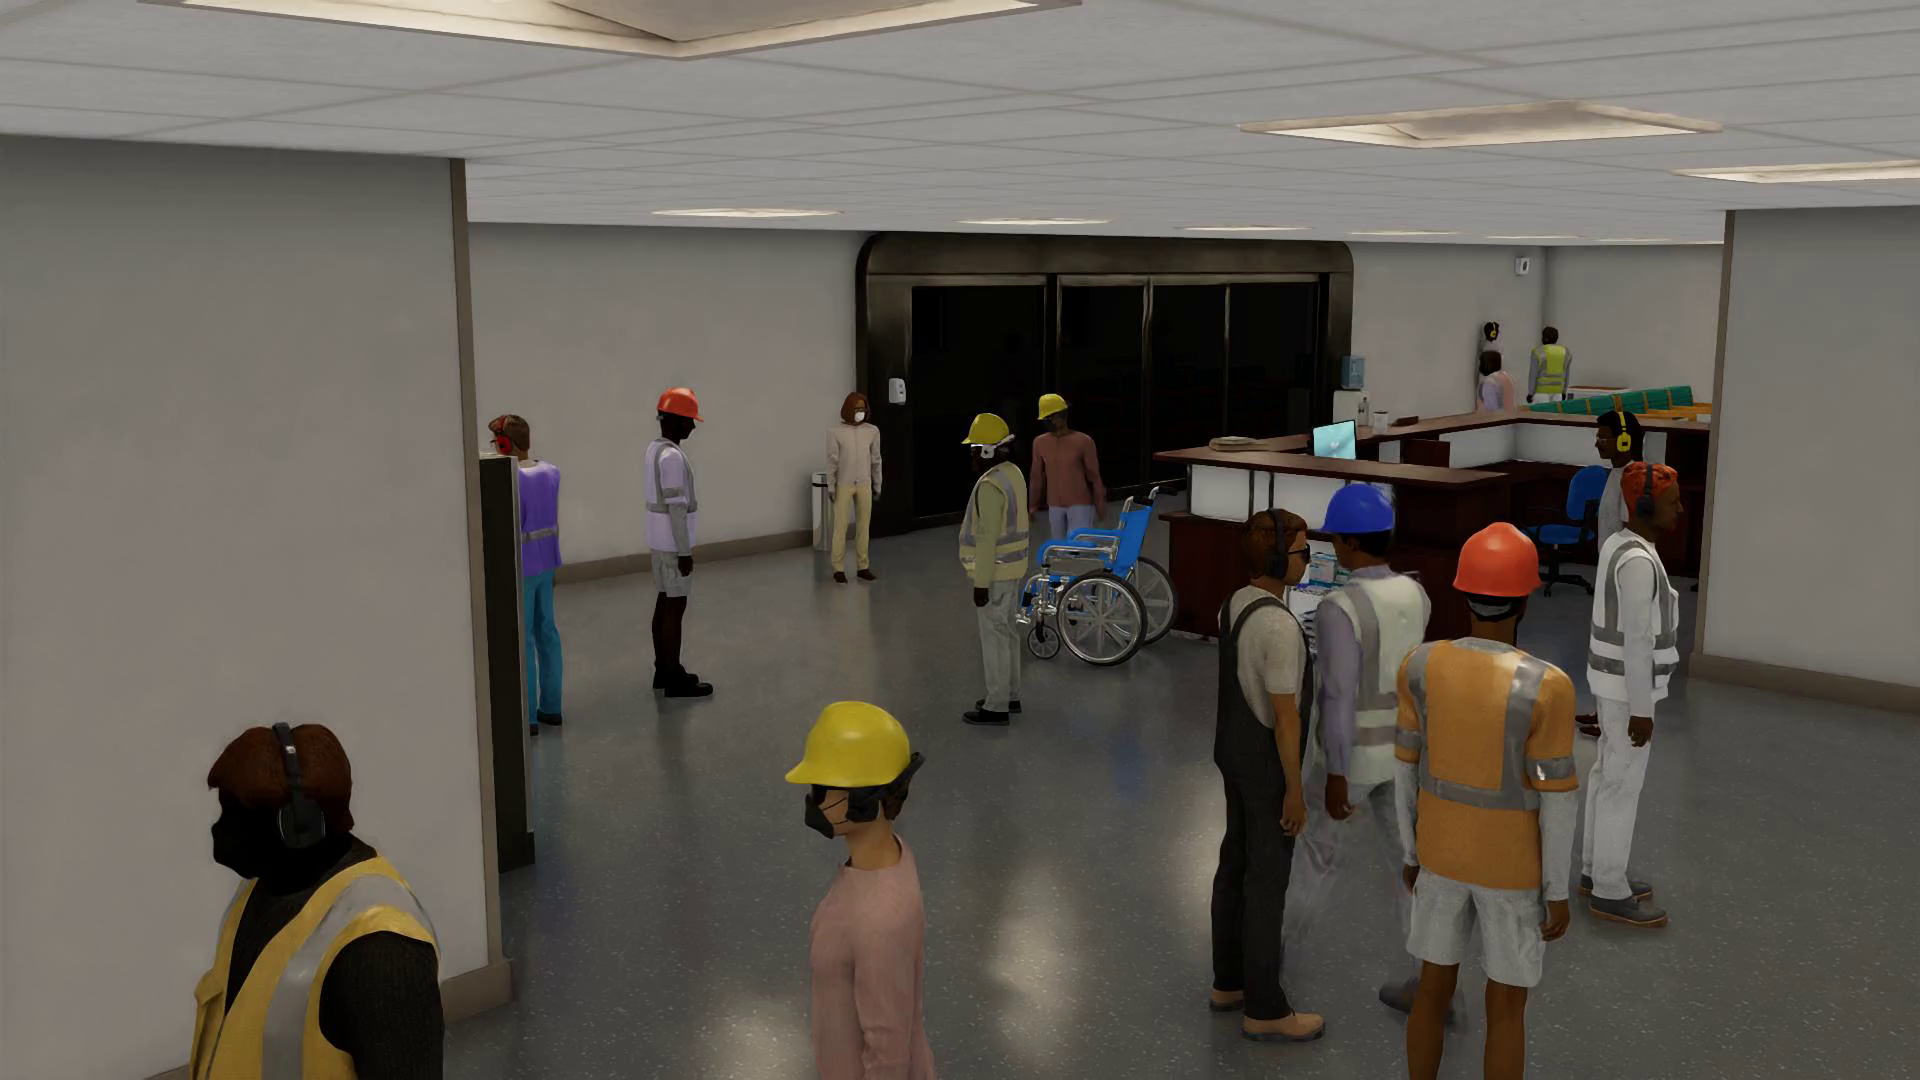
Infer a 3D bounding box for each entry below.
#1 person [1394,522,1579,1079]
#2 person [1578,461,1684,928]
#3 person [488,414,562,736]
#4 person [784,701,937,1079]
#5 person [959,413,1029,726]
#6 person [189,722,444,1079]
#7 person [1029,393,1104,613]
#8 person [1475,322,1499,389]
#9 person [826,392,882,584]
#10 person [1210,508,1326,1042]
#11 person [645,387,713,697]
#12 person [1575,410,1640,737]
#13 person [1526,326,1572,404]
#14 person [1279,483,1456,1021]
[{"bbox_3d":[1.516,0.913,4.811,0.545,1.942,0.352,9,13,44],"label":"person"},{"bbox_3d":[2.747,0.616,6.805,0.341,1.882,0.587,2,10,14],"label":"person"},{"bbox_3d":[-2.478,0.203,9.482,0.389,1.839,0.563,4,10,24],"label":"person"},{"bbox_3d":[-0.204,1.207,3.547,0.315,1.769,0.525,-1,9,-6],"label":"person"},{"bbox_3d":[0.194,0.171,9.737,0.403,1.824,0.595,3,10,15],"label":"person"},{"bbox_3d":[-1.205,1.238,3.145,0.429,1.841,0.634,-8,12,-41],"label":"person"},{"bbox_3d":[0.810,-0.257,12.637,0.540,1.726,0.541,6,11,33],"label":"person"},{"bbox_3d":[7.964,-2.371,25.215,0.324,1.862,0.524,-3,10,-20],"label":"person"},{"bbox_3d":[-0.896,-0.444,14.117,0.504,1.627,0.286,-5,10,-26],"label":"person"},{"bbox_3d":[1.060,0.804,5.771,0.346,1.846,0.505,-3,10,-16],"label":"person"},{"bbox_3d":[-1.766,0.012,10.380,0.373,1.927,0.543,-4,10,-23],"label":"person"},{"bbox_3d":[3.737,0.194,9.480,0.326,1.862,0.507,2,10,14],"label":"person"},{"bbox_3d":[8.329,-2.101,23.599,0.627,1.846,0.429,-2,9,-12],"label":"person"},{"bbox_3d":[1.440,0.736,6.056,0.643,1.889,1.012,-8,12,-39],"label":"person"}]
